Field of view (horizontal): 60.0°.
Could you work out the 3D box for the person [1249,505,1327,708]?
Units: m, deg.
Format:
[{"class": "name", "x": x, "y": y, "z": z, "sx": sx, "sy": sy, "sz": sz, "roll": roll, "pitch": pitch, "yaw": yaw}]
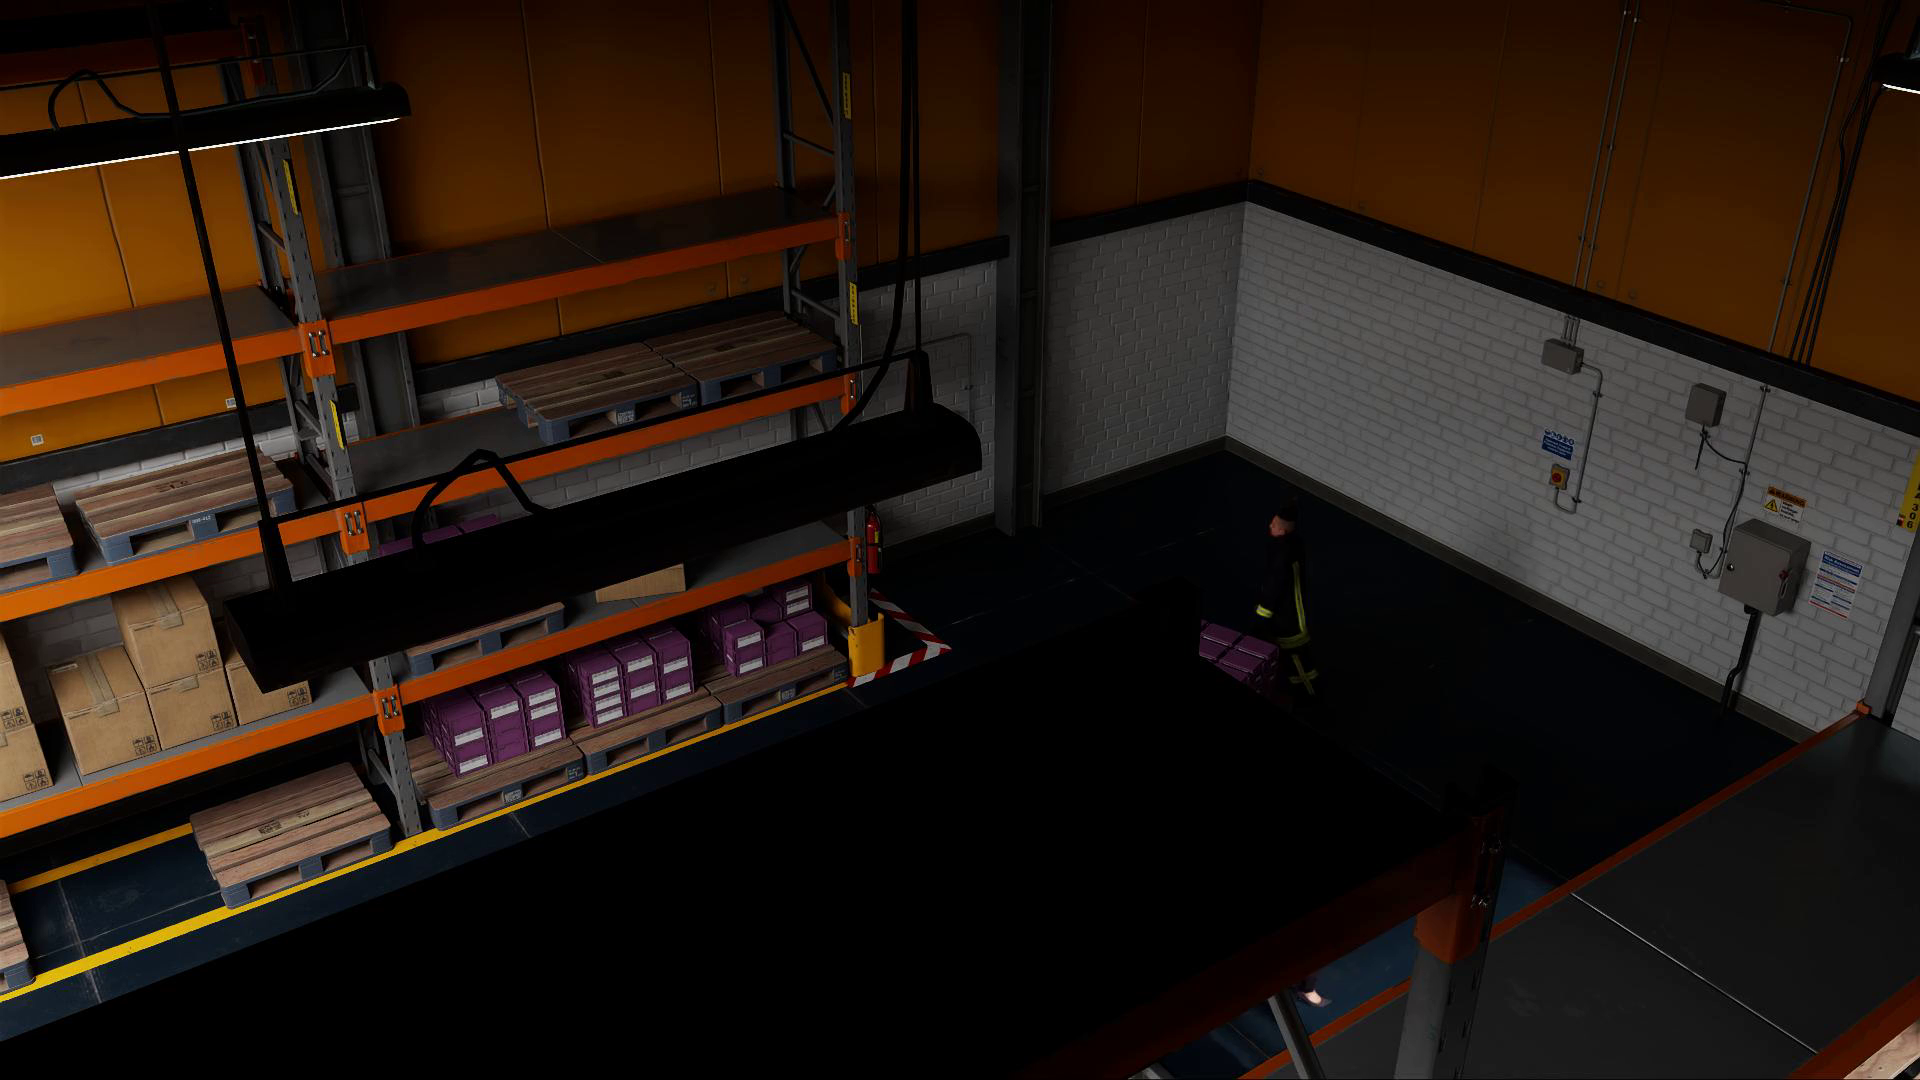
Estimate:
[{"class": "person", "x": 2.738, "y": 0.591, "z": 13.651, "sx": 1.225, "sy": 1.818, "sz": 1.226, "roll": 9, "pitch": 30, "yaw": 16}]
